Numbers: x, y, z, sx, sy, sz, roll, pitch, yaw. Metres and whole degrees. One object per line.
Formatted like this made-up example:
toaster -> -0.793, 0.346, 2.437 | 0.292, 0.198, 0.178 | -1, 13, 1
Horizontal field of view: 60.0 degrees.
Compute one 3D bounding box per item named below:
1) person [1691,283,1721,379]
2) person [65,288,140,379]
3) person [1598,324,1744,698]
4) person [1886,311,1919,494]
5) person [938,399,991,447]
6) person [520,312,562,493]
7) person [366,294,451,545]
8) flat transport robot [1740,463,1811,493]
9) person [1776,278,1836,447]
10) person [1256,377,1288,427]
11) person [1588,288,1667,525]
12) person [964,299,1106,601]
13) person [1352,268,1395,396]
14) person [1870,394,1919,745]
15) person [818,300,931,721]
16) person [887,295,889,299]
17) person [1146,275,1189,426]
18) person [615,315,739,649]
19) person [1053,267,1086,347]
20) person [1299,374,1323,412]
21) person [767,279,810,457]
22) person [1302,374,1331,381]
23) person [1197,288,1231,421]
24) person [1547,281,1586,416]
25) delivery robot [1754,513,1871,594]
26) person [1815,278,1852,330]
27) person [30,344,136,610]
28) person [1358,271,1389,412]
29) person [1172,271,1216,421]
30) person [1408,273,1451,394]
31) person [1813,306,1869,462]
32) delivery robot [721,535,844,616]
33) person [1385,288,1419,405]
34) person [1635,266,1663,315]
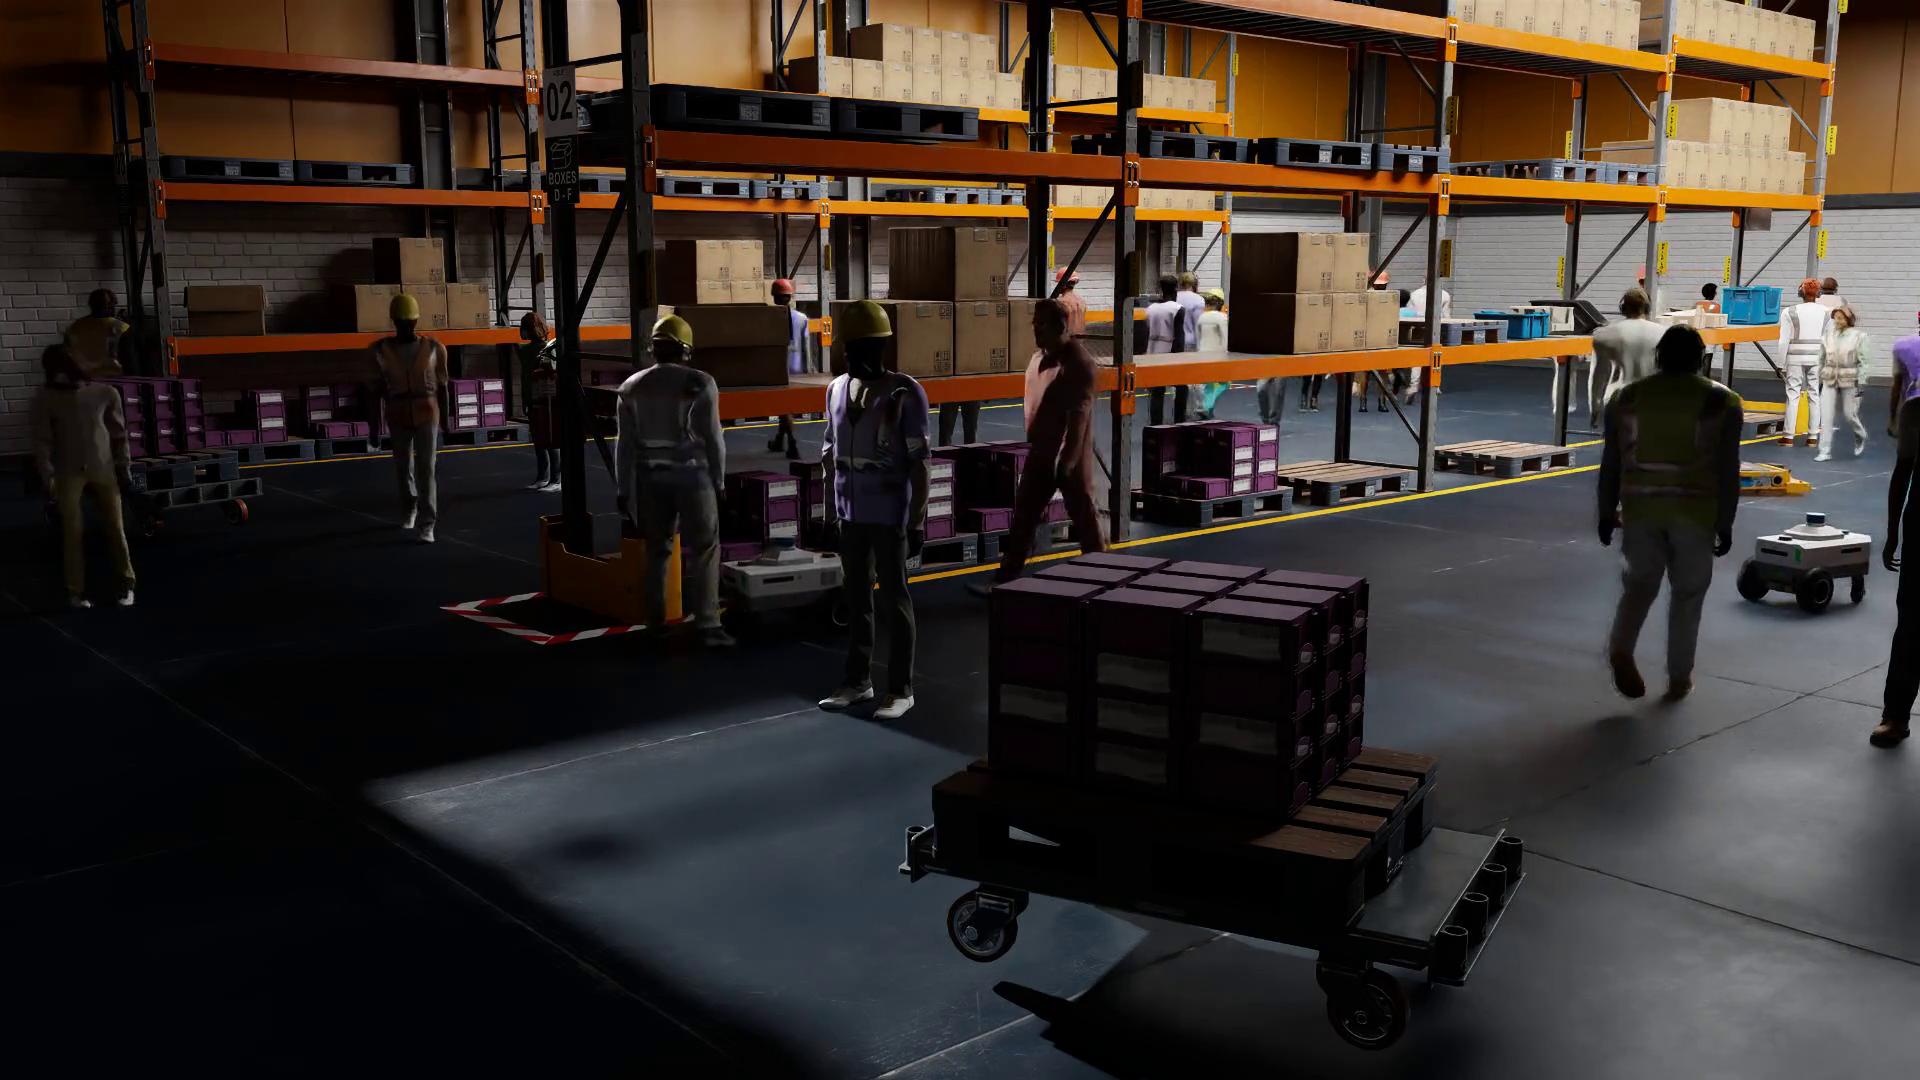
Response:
person -> 11.929, -3.257, 26.614 | 0.317, 1.695, 0.540 | -5, 11, -26
person -> -7.624, -1.321, 14.867 | 0.638, 1.840, 0.432 | 1, 10, 3
person -> 3.322, -0.109, 7.867 | 0.627, 1.818, 0.717 | 6, 12, 33
person -> 7.511, -0.961, 12.853 | 0.563, 1.813, 0.832 | 3, 10, 15
person -> 0.009, -1.464, 15.718 | 0.601, 1.830, 0.403 | -2, 10, -11
person -> -3.797, -1.239, 15.013 | 0.494, 1.624, 0.279 | 9, 13, 43
person -> -4.172, -0.940, 12.608 | 0.600, 1.862, 1.054 | -3, 10, -15
flat transport robot -> 6.837, -0.572, 15.063 | 1.431, 0.197, 0.652 | 0, 10, 0
person -> 9.403, -1.967, 18.518 | 0.574, 1.883, 0.355 | 2, 10, 10
person -> 3.727, -2.076, 19.605 | 0.508, 1.715, 0.424 | 5, 11, 25
person -> 5.366, -1.070, 13.332 | 0.644, 1.877, 1.025 | 4, 10, 21
person -> 0.520, -0.507, 10.020 | 0.979, 1.855, 0.663 | -6, 11, -31
person -> 6.270, -3.172, 25.251 | 0.832, 2.004, 0.657 | -2, 10, -9
person -> 4.245, -0.001, 7.128 | 0.506, 1.843, 0.346 | 7, 12, 36
person -> -0.413, -0.133, 7.651 | 0.594, 1.925, 0.376 | 7, 12, 36
person -> -0.460, -1.260, 14.478 | 0.567, 1.842, 0.809 | 7, 12, 36
person -> 2.431, -2.062, 19.000 | 0.673, 1.901, 0.629 | -8, 12, -38
person -> -1.527, -0.301, 9.001 | 0.761, 1.804, 0.541 | 3, 10, 18
person -> 1.284, -2.271, 19.971 | 0.397, 1.992, 0.623 | 6, 12, 33
person -> 4.875, -2.681, 22.577 | 0.653, 1.923, 0.648 | -1, 10, -5
person -> -1.890, -1.835, 17.746 | 0.562, 1.889, 0.985 | -5, 11, -28
person -> 6.149, -3.529, 28.423 | 0.631, 1.618, 0.537 | -2, 10, -9
person -> 3.131, -2.233, 20.510 | 0.452, 1.725, 0.594 | -6, 11, -32
person -> 8.124, -2.577, 22.285 | 0.540, 1.823, 0.971 | 5, 11, 28
delivery robot -> 5.212, 0.077, 10.160 | 0.707, 0.478, 0.477 | -5, 11, -26
person -> 11.735, -2.628, 22.581 | 0.633, 1.826, 0.437 | 5, 11, 25
person -> -5.284, -0.376, 10.035 | 0.522, 1.609, 0.316 | -6, 11, -31
person -> 5.688, -2.699, 22.646 | 0.551, 1.934, 0.373 | 1, 10, 3
person -> 3.032, -2.505, 21.532 | 0.672, 1.923, 0.661 | -7, 12, -35
person -> 7.248, -3.202, 25.719 | 0.657, 1.899, 0.396 | 4, 11, 24
person -> 9.176, -1.620, 17.253 | 0.622, 1.618, 0.522 | -7, 12, -37
delivery robot -> -0.974, 0.214, 9.358 | 0.707, 0.478, 0.477 | -6, 11, -29
person -> 6.372, -2.778, 23.896 | 0.532, 1.665, 0.793 | -4, 10, -21
person -> 10.114, -3.052, 24.573 | 0.426, 1.976, 0.629 | 0, 10, 1
